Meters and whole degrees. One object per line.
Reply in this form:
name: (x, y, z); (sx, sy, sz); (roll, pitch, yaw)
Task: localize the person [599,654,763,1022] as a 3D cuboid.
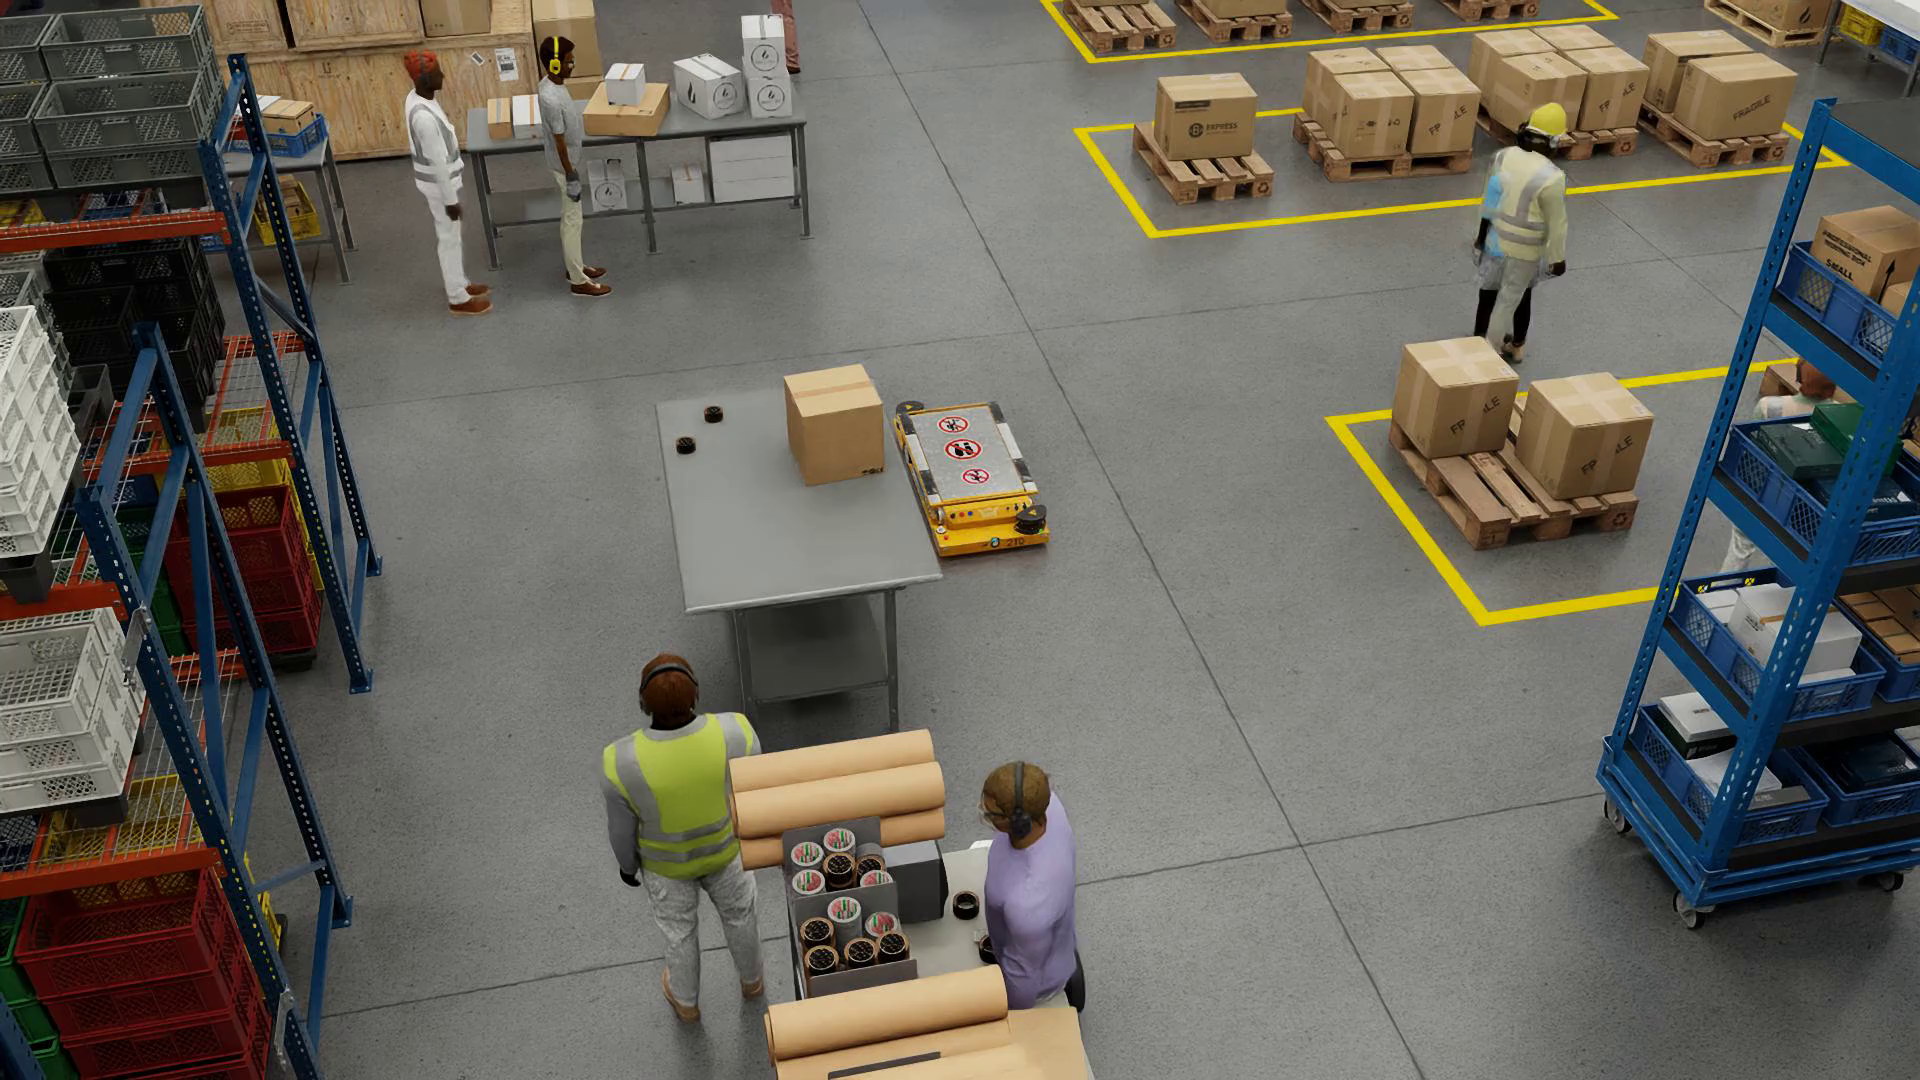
person: (-1.074, 1.198, 6.615); (0.623, 1.844, 0.430); (-13, 39, -17)

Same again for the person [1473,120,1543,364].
person: (3.639, -1.933, 10.951); (0.535, 1.691, 0.320); (-4, 37, -6)

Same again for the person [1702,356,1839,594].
person: (4.320, -0.271, 8.757); (0.512, 1.638, 0.307); (7, 37, 10)

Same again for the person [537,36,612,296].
person: (-2.752, -2.633, 11.746); (0.328, 1.865, 0.517); (-10, 38, -13)

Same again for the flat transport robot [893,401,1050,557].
flat transport robot: (0.046, -0.430, 10.108); (0.652, 0.197, 1.431); (-8, 37, -10)

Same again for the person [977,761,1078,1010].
person: (0.242, 1.536, 6.091); (0.370, 1.930, 0.629); (4, 37, 5)

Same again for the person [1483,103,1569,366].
person: (3.736, -1.971, 10.901); (0.559, 1.816, 0.596); (-11, 38, -15)

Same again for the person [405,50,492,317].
person: (-3.577, -2.454, 11.488); (0.339, 1.883, 0.582); (-12, 38, -15)

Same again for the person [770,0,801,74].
person: (-1.689, -5.231, 15.212); (0.401, 1.899, 0.650); (-7, 37, -9)
